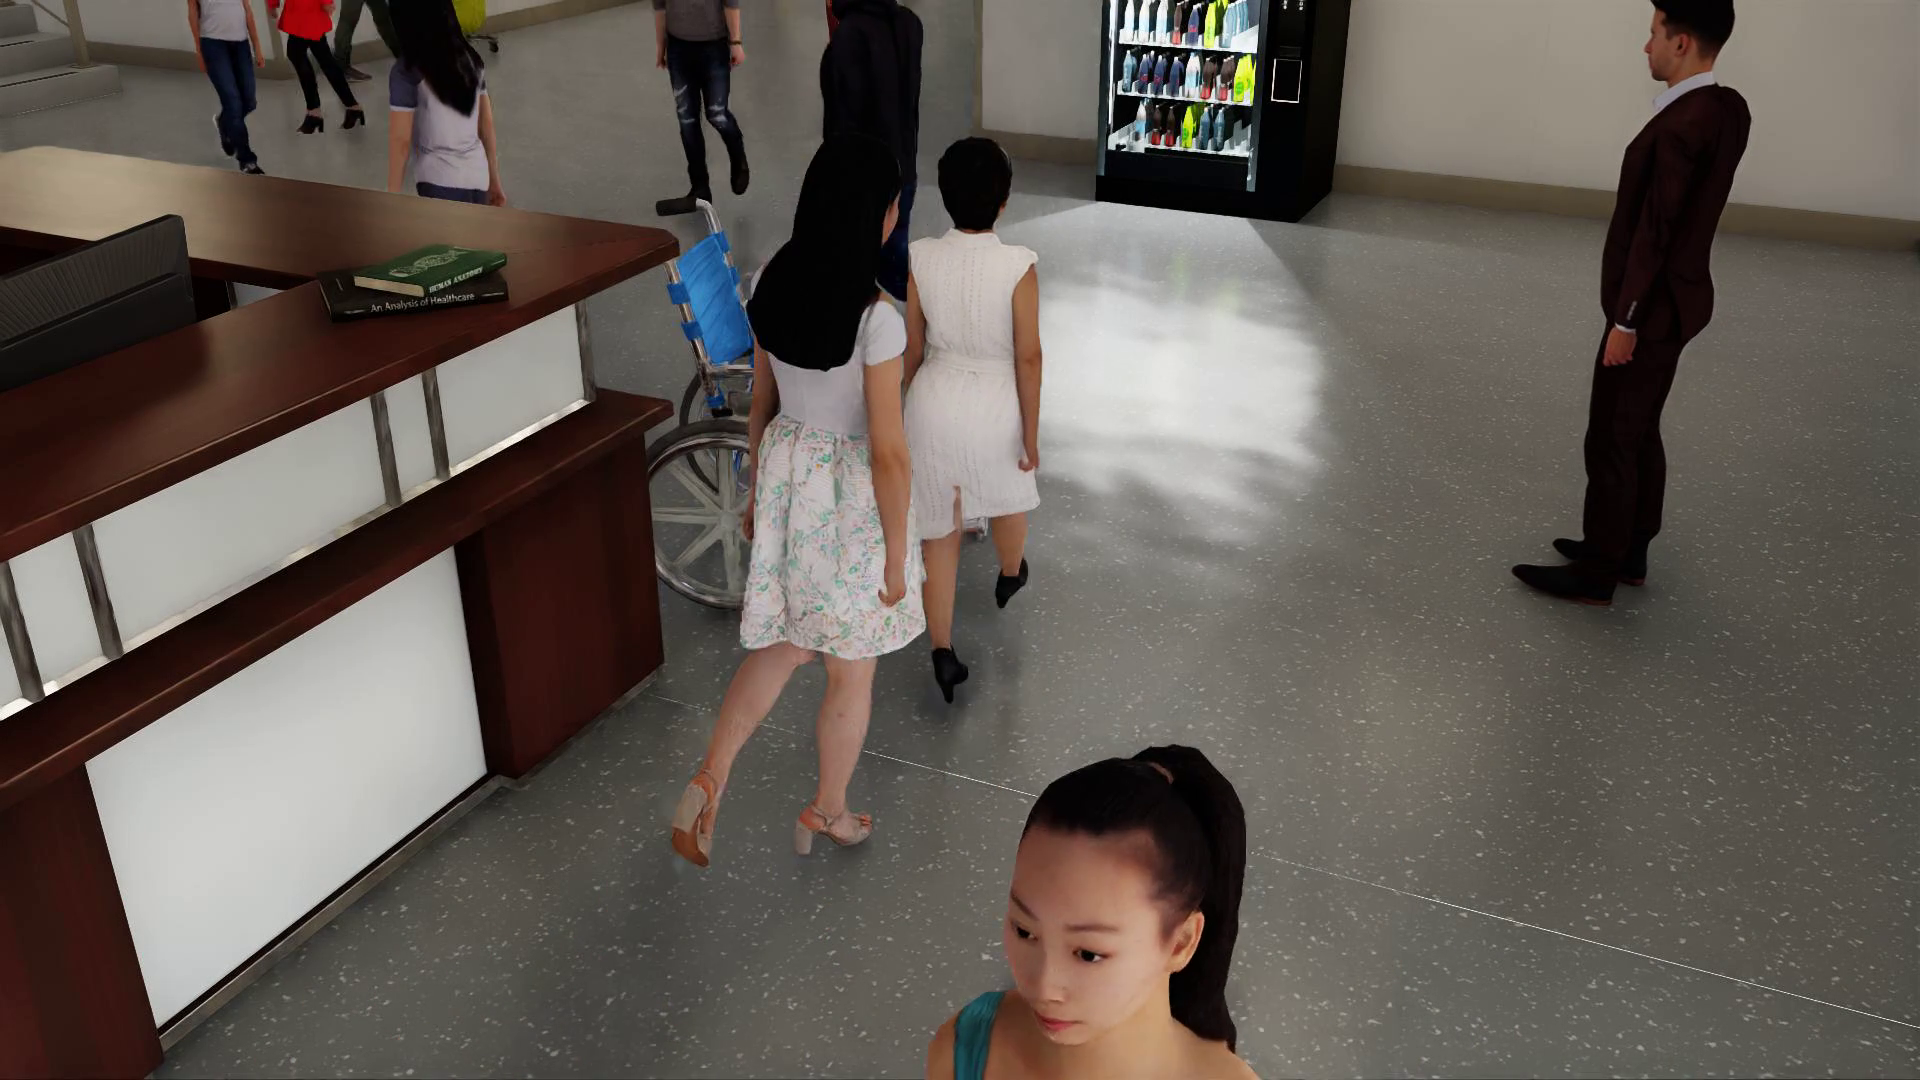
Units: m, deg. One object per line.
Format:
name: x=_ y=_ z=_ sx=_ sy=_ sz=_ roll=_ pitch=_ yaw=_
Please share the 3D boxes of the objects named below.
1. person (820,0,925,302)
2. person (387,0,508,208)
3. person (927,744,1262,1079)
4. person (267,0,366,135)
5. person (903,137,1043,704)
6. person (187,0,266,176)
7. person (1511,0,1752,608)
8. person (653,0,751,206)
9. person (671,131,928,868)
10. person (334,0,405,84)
person: x=-0.257 y=-1.353 z=6.334 sx=1.083 sy=1.871 sz=0.720 roll=14 pitch=29 yaw=26
person: x=-1.951 y=-1.369 z=6.583 sx=0.938 sy=1.683 sz=0.591 roll=11 pitch=28 yaw=21
person: x=0.192 y=0.951 z=1.814 sx=0.939 sy=1.646 sz=0.617 roll=12 pitch=28 yaw=22
person: x=-4.301 y=-3.571 z=11.123 sx=0.792 sy=1.706 sz=0.821 roll=18 pitch=31 yaw=33
person: x=0.010 y=-0.272 z=4.507 sx=0.971 sy=1.510 sz=0.744 roll=6 pitch=26 yaw=12
person: x=-4.512 y=-3.021 z=10.170 sx=0.748 sy=1.543 sz=1.001 roll=-22 pitch=34 yaw=-38
person: x=2.089 y=-0.700 z=4.992 sx=0.694 sy=1.859 sz=0.739 roll=18 pitch=31 yaw=32
person: x=-1.420 y=-2.797 z=9.314 sx=0.791 sy=1.883 sz=0.798 roll=9 pitch=27 yaw=18
person: x=-0.338 y=0.037 z=3.582 sx=0.948 sy=1.756 sz=0.855 roll=17 pitch=31 yaw=31
person: x=-4.752 y=-4.355 z=12.851 sx=1.049 sy=1.617 sz=1.052 roll=-11 pitch=28 yaw=-22
